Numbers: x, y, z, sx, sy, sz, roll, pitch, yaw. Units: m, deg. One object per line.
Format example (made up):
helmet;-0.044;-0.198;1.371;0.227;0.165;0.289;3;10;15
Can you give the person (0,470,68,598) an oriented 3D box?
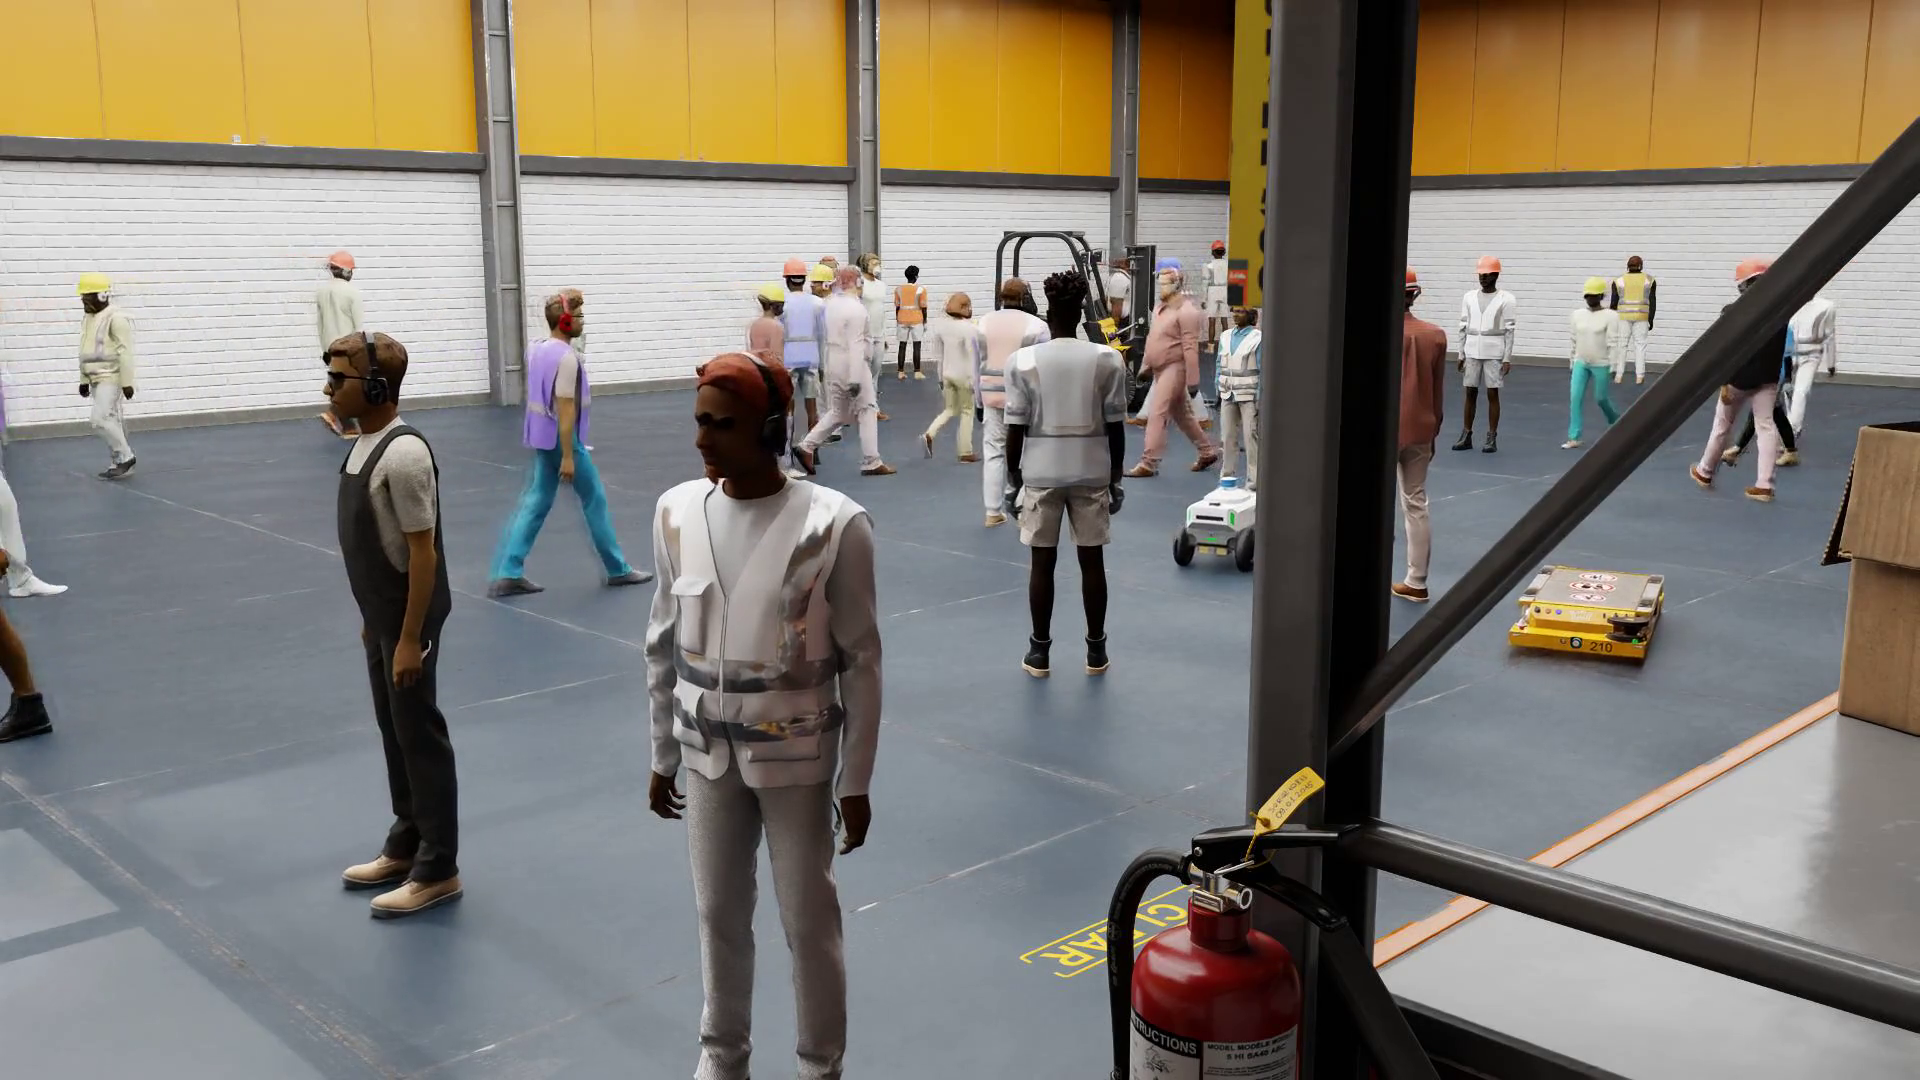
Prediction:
person;-5.747;-0.544;9.527;0.905;1.895;0.599;-7;12;-33

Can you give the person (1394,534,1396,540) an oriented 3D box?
person;2.851;-0.963;11.670;0.370;1.940;0.627;-1;10;-7

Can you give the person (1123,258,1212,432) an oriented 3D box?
person;2.286;-2.101;18.028;1.016;1.889;0.630;2;11;12

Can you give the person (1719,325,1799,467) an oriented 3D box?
person;7.347;-1.474;15.243;0.905;1.636;0.534;0;10;0

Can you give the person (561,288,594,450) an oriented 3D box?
person;-3.881;-1.658;16.338;0.467;1.624;0.516;-6;12;-28

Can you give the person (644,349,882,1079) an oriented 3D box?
person;-0.462;0.509;3.798;0.586;1.882;0.341;5;11;24

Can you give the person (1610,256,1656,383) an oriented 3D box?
person;9.721;-3.181;24.054;0.619;1.838;0.430;4;11;20

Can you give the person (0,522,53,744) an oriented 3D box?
person;-4.203;-0.031;6.708;0.568;1.890;0.946;10;14;42

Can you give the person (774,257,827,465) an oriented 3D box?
person;-1.509;-1.649;15.457;0.546;1.929;0.394;-4;11;-19

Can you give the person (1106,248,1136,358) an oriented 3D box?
person;2.240;-2.864;21.761;0.995;2.000;0.712;1;10;7

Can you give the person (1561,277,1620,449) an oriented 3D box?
person;6.426;-1.788;16.757;0.793;1.731;0.524;-9;14;-42

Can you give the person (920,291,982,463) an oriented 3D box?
person;-0.072;-1.506;15.537;0.562;1.620;0.503;-9;14;-41

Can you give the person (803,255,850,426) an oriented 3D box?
person;-1.453;-2.207;18.543;0.643;1.910;0.400;-3;11;-17

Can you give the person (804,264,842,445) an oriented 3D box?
person;-1.391;-1.892;17.024;0.404;1.835;0.590;-5;12;-26

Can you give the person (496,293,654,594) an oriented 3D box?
person;-2.366;-0.569;9.925;0.955;1.799;0.581;-7;12;-33

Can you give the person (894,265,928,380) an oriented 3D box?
person;-0.722;-3.208;24.596;0.534;1.691;0.318;3;11;18

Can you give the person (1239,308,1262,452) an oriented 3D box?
person;3.003;-1.766;16.387;0.985;1.818;0.543;-5;11;-24

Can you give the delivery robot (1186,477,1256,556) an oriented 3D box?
delivery robot;1.742;-0.165;10.843;0.477;0.478;0.707;5;12;27

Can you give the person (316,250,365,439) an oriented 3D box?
person;-6.451;-2.015;17.300;0.630;1.976;0.560;5;12;28

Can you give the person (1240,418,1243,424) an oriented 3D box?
person;3.559;-2.182;18.493;1.047;1.886;0.649;-2;11;-13

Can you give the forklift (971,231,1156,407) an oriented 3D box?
forklift;1.222;-2.721;20.561;2.313;2.155;1.214;2;11;13

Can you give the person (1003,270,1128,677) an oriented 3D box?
person;0.506;-0.311;8.038;0.600;1.966;0.368;0;10;-2

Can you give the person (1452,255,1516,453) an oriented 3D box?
person;5.166;-1.829;16.393;0.542;1.939;0.368;8;13;37

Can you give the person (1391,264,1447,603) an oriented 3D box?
person;2.503;-0.604;9.604;0.617;1.990;0.400;-4;11;-19

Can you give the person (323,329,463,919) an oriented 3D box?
person;-1.787;0.263;5.243;0.347;1.846;0.505;-7;12;-32

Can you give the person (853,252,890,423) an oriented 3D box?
person;-1.034;-2.304;18.988;0.372;1.940;0.631;7;12;33

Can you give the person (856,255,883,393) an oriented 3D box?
person;-1.302;-2.906;22.459;0.535;1.868;0.309;9;13;39

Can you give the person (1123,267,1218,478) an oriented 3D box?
person;1.916;-1.496;14.805;0.978;1.863;0.641;-3;11;-16

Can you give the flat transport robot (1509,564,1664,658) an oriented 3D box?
flat transport robot;3.421;0.361;9.006;0.652;0.197;1.431;5;12;26

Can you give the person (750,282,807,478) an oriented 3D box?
person;-1.751;-1.363;14.441;0.797;1.734;0.523;-8;13;-38

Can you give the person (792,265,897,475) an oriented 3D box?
person;-1.045;-1.494;14.758;0.803;1.879;0.647;-6;12;-31

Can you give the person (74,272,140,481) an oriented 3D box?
person;-7.419;-1.404;14.414;0.604;1.811;0.437;8;13;39

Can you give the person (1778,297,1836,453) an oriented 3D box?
person;8.390;-1.799;16.608;0.588;1.820;1.104;10;14;43

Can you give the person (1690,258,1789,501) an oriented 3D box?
person;6.456;-1.330;13.670;0.637;1.937;1.019;0;10;-2

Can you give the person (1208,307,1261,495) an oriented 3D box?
person;2.267;-1.139;13.439;0.308;1.644;0.510;-9;14;-41

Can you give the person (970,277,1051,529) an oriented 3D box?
person;0.391;-0.984;12.094;0.626;1.833;0.429;4;11;22

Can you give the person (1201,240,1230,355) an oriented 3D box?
person;4.617;-4.344;29.820;0.608;2.046;0.367;-2;11;-10
